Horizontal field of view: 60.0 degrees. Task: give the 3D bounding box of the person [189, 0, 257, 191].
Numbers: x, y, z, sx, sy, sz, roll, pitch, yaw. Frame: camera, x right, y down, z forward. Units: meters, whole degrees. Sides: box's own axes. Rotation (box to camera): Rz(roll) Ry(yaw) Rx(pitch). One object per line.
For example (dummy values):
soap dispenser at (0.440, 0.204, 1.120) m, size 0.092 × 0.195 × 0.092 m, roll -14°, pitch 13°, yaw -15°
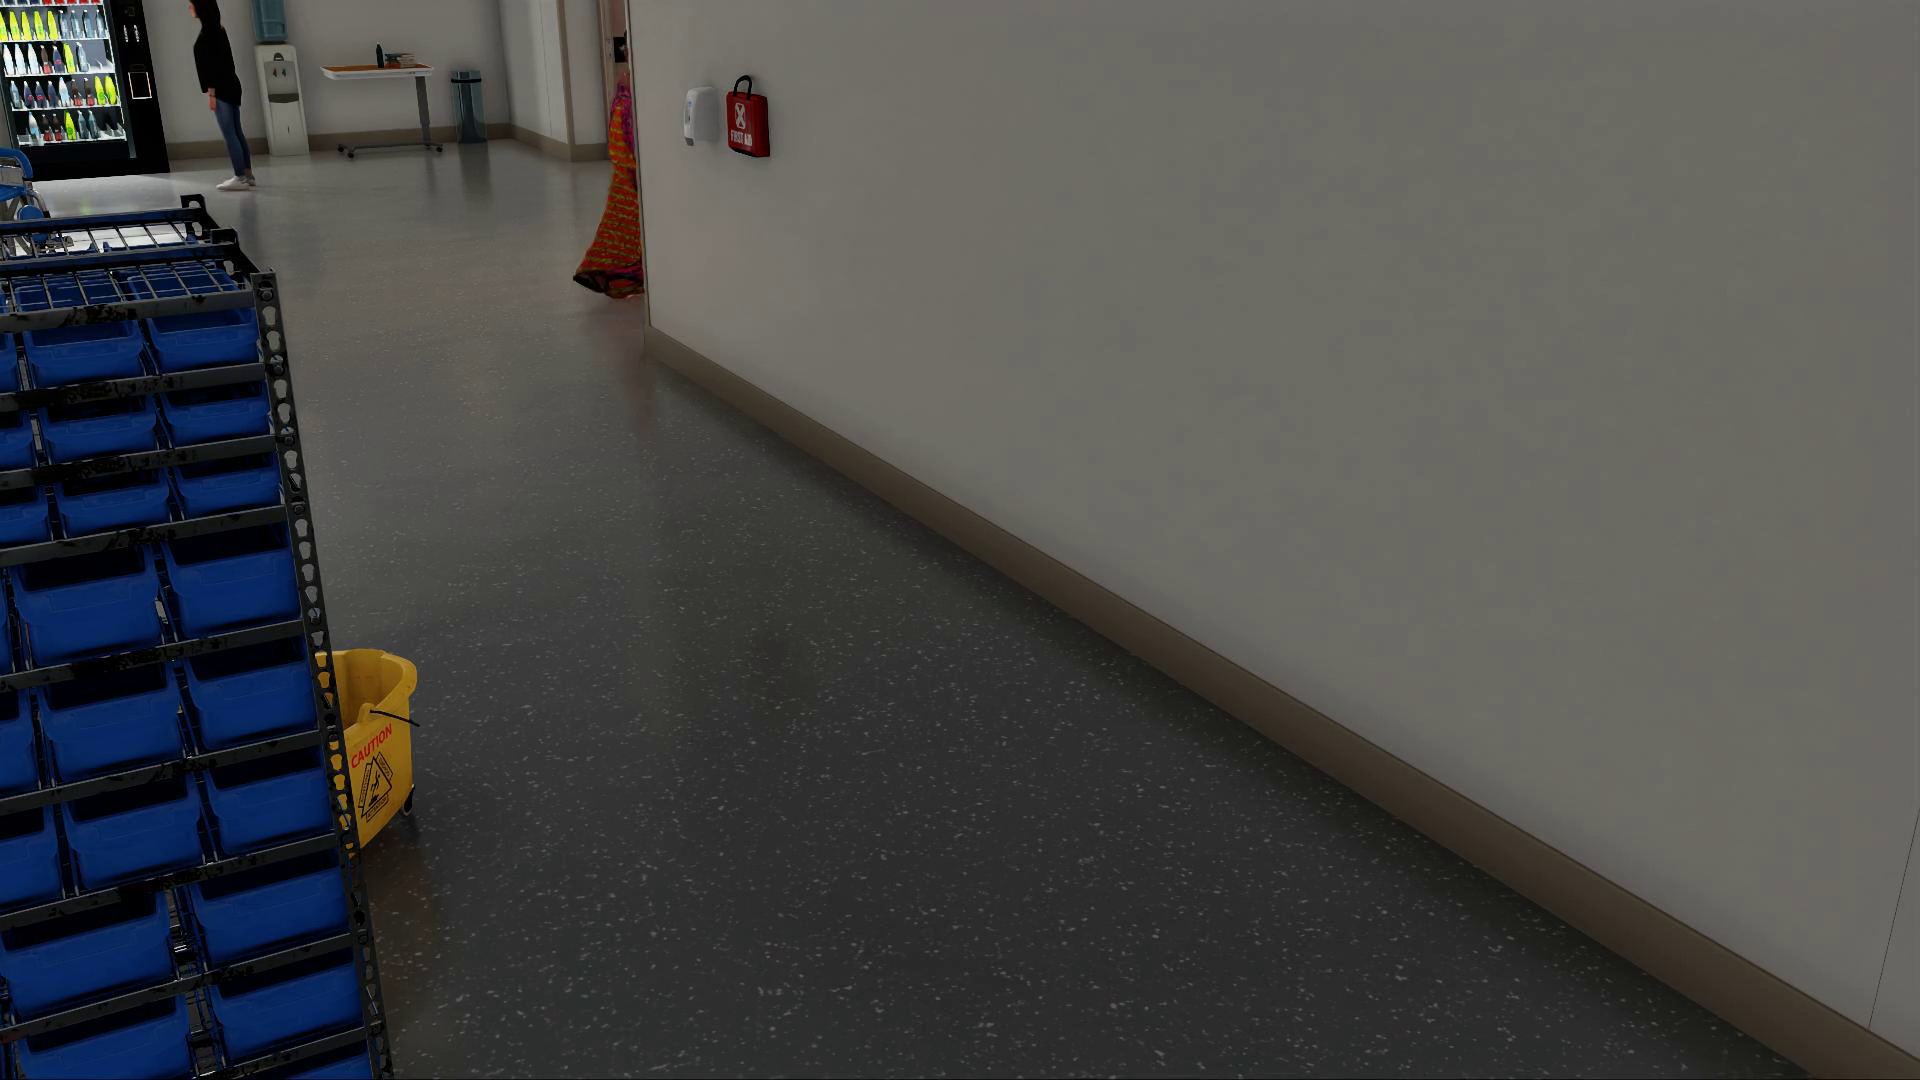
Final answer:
person at (-6.229, -3.811, 14.070) m, size 0.632 × 1.643 × 0.624 m, roll -3°, pitch 21°, yaw -7°
